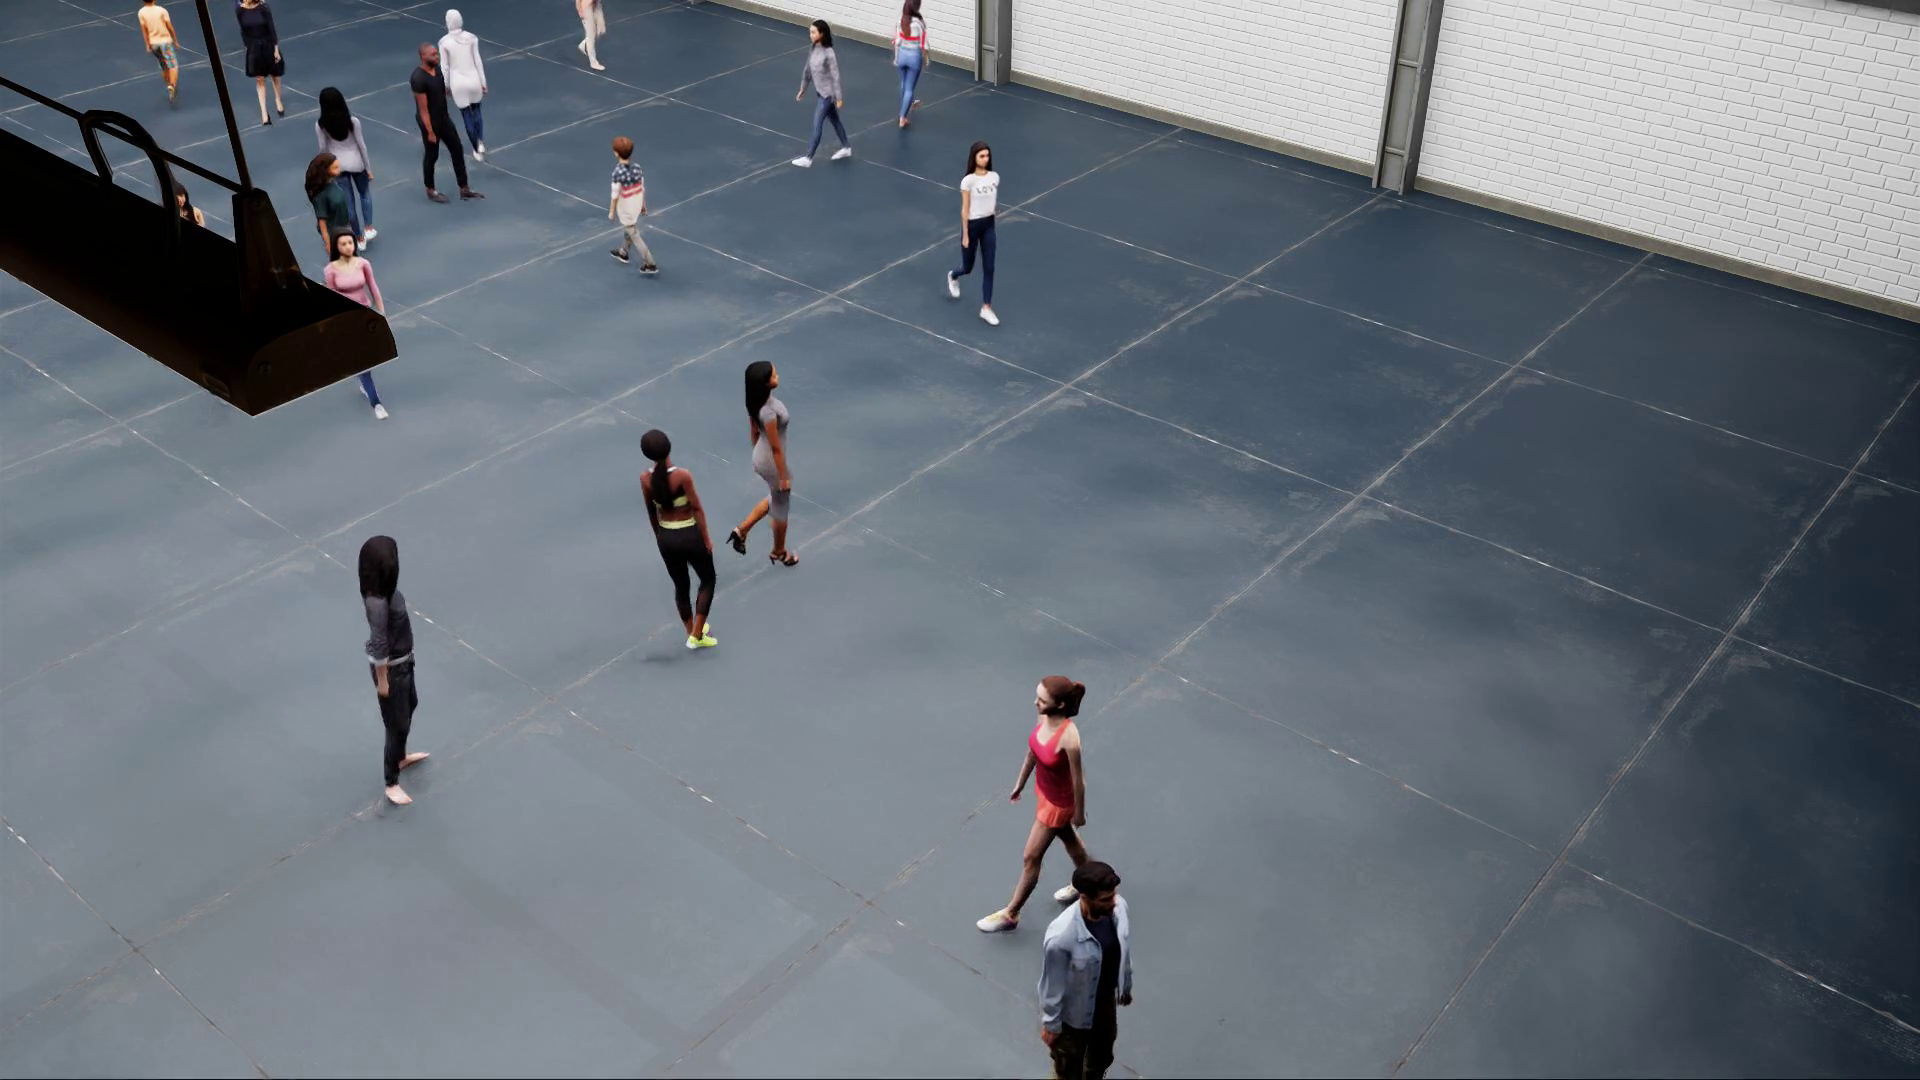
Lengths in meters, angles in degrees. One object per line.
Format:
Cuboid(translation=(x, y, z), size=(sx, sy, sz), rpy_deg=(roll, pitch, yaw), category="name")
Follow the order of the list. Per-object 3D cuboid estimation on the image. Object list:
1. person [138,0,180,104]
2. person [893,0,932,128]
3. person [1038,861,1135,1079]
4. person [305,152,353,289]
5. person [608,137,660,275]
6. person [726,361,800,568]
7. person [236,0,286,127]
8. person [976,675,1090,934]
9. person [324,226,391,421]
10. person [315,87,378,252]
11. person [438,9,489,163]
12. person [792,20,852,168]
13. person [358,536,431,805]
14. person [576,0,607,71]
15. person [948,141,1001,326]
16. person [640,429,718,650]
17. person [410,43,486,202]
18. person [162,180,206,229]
Cuboid(translation=(-10.310, -6.376, 21.460), size=(0.850, 1.442, 0.970), rpy_deg=(-8, 34, -12), category="person")
Cuboid(translation=(-0.644, -5.926, 20.671), size=(0.977, 1.566, 0.774), rpy_deg=(16, 37, 23), category="person")
Cuboid(translation=(0.574, 2.250, 8.152), size=(0.743, 1.808, 0.705), rpy_deg=(-26, 42, -34), category="person")
Cuboid(translation=(-6.185, -3.006, 16.246), size=(0.881, 1.601, 0.821), rpy_deg=(-5, 34, -7), category="person")
Cuboid(translation=(-3.333, -3.382, 16.990), size=(0.973, 1.405, 0.600), rpy_deg=(20, 39, 28), category="person")
Cuboid(translation=(-1.480, -0.509, 12.339), size=(0.837, 1.769, 0.822), rpy_deg=(-12, 36, -18), category="person")
Cuboid(translation=(-8.701, -6.113, 20.823), size=(1.017, 1.709, 1.176), rpy_deg=(-8, 34, -12), category="person")
Cuboid(translation=(0.618, 1.445, 9.443), size=(0.950, 1.720, 1.039), rpy_deg=(-10, 35, -15), category="person")
Cuboid(translation=(-5.312, -1.958, 14.574), size=(0.742, 1.707, 1.110), rpy_deg=(-23, 40, -30), category="person")
Cuboid(translation=(-6.409, -3.846, 17.402), size=(0.775, 1.721, 0.818), rpy_deg=(-9, 35, -13), category="person")
Cuboid(translation=(-5.800, -5.313, 19.569), size=(0.755, 1.766, 0.781), rpy_deg=(-14, 36, -20), category="person")
Cuboid(translation=(-1.495, -5.258, 19.557), size=(0.912, 1.688, 1.100), rpy_deg=(-18, 38, -25), category="person")
Cuboid(translation=(-3.594, 0.821, 10.380), size=(0.938, 1.721, 0.805), rpy_deg=(-2, 34, -3), category="person")
Cuboid(translation=(-5.098, -7.261, 22.545), size=(0.760, 1.715, 0.667), rpy_deg=(17, 37, 24), category="person")
Cuboid(translation=(0.124, -2.998, 16.096), size=(0.824, 1.755, 1.104), rpy_deg=(-19, 38, -27), category="person")
Cuboid(translation=(-1.972, 0.047, 11.532), size=(0.727, 1.736, 0.801), rpy_deg=(13, 36, 19), category="person")
Cuboid(translation=(-5.926, -4.633, 18.523), size=(1.062, 1.790, 0.894), rpy_deg=(12, 36, 18), category="person")
Cuboid(translation=(-7.261, -2.627, 15.657), size=(0.741, 1.622, 0.923), rpy_deg=(-18, 38, -25), category="person")
